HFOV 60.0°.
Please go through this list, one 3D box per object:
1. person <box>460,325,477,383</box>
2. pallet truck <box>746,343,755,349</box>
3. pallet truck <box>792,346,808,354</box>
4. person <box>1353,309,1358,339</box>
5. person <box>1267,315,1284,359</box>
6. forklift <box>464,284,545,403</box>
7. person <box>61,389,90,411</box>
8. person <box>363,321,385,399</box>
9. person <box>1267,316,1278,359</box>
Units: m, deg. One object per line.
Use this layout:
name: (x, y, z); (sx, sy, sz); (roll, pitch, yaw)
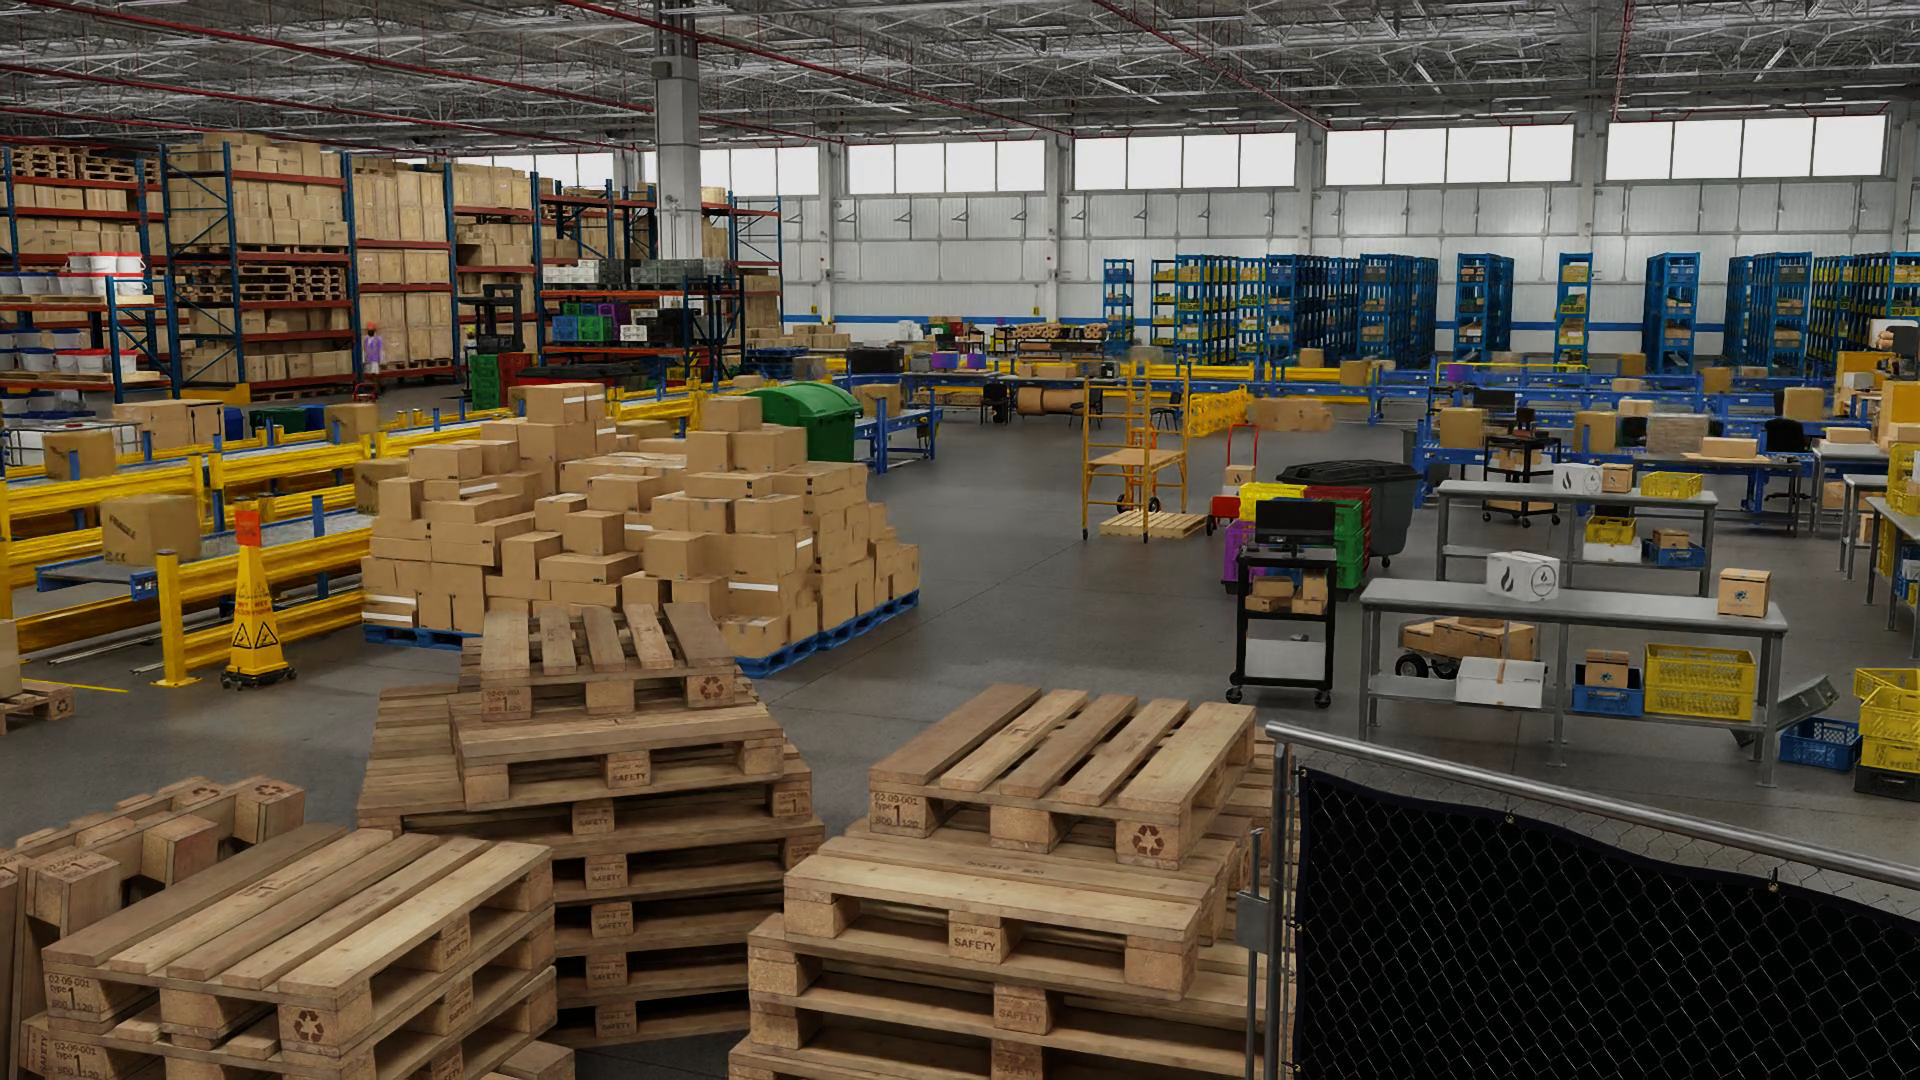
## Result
person: (-11.969, -4.344, 40.713); (0.620, 1.806, 0.673); (3, 9, 16)
pallet truck: (-6.183, -4.618, 44.264); (1.601, 1.201, 0.680); (-9, 12, -43)
pallet truck: (-3.705, -4.298, 42.022); (0.653, 1.274, 1.630); (3, 10, 20)
person: (14.245, -7.379, 59.721); (0.493, 1.823, 0.588); (2, 9, 11)
person: (9.838, -6.216, 52.047); (0.603, 1.945, 0.390); (-3, 9, -17)
forklift: (-10.832, -4.702, 39.610); (1.129, 2.768, 1.873); (3, 10, 20)
person: (-16.048, -2.562, 30.008); (0.522, 1.655, 0.863); (2, 9, 14)
person: (-14.337, -4.400, 40.732); (0.561, 1.917, 0.607); (3, 10, 21)
person: (9.976, -6.296, 52.971); (0.466, 1.809, 0.629); (4, 10, 21)
